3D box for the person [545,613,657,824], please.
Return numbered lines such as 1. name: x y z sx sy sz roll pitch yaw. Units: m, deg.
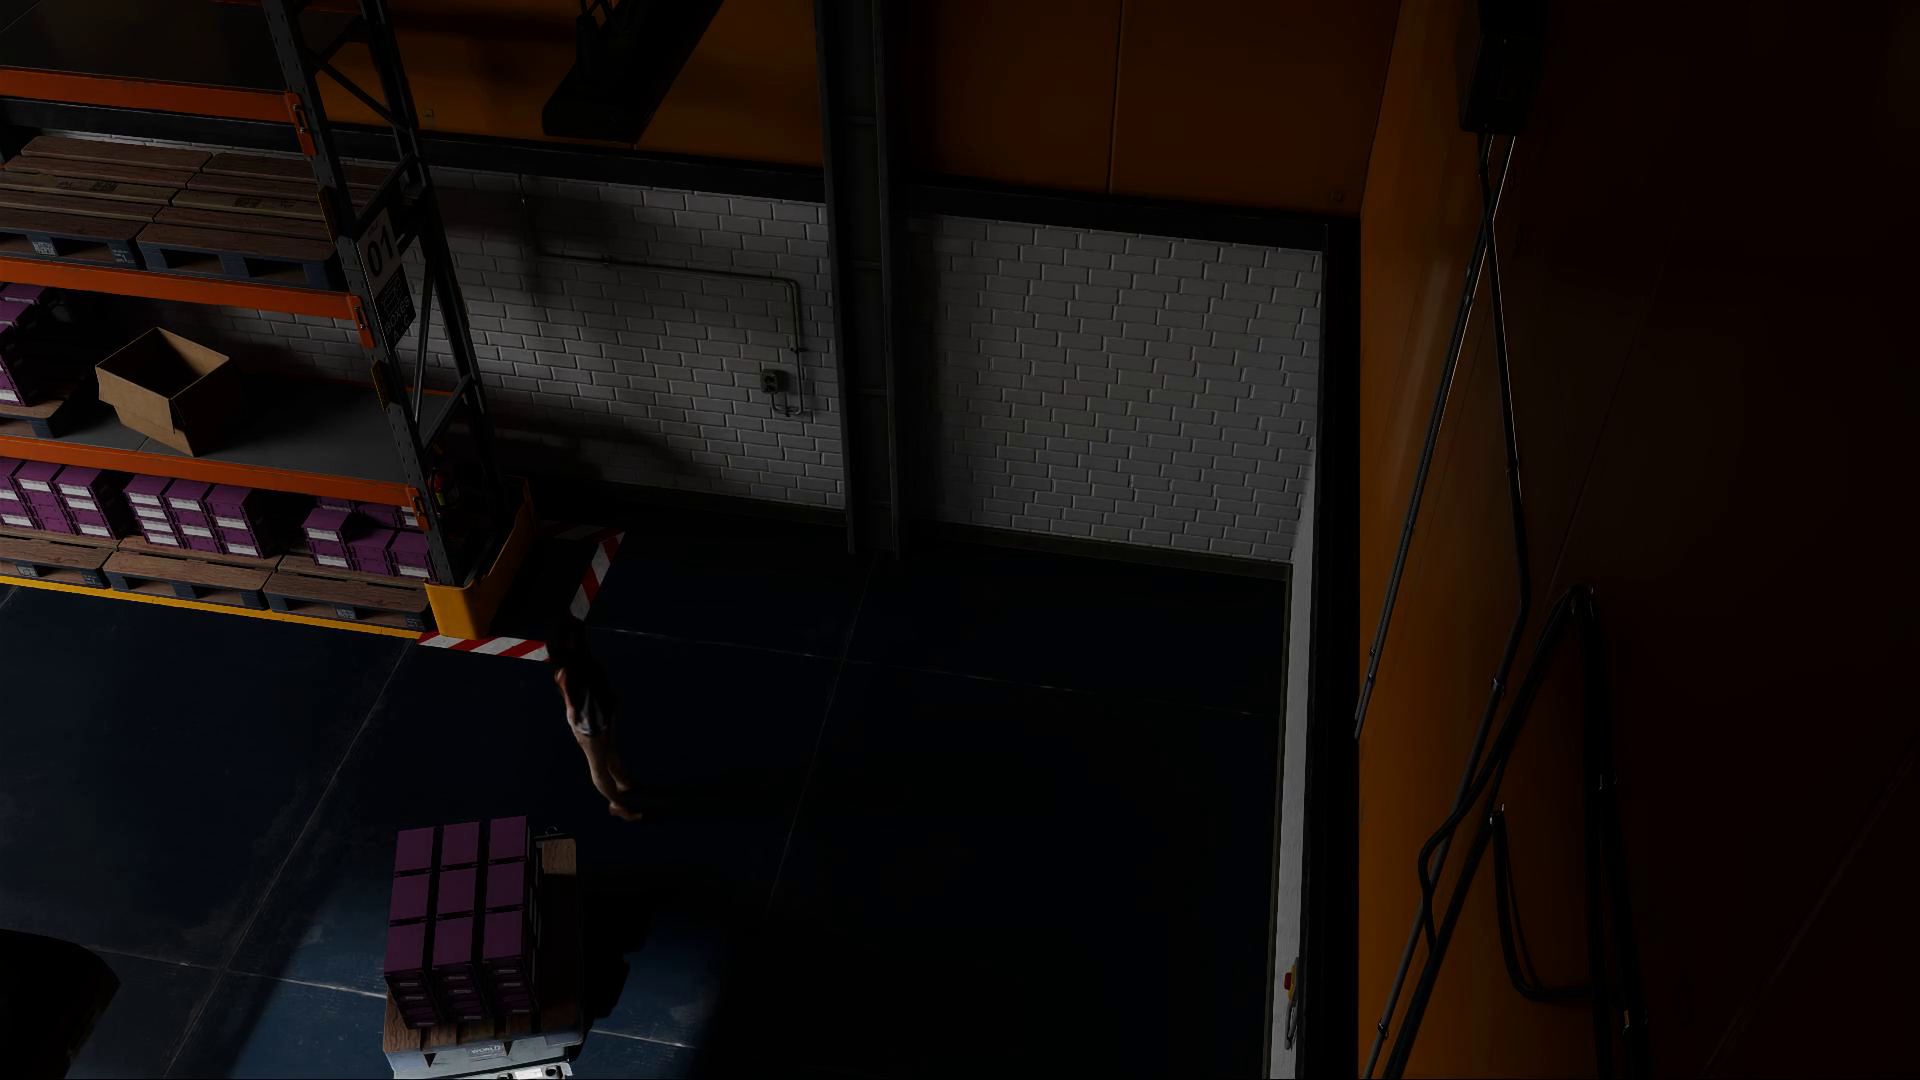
1. person: -2.215 1.056 9.978 0.687 1.648 0.563 4 44 4
